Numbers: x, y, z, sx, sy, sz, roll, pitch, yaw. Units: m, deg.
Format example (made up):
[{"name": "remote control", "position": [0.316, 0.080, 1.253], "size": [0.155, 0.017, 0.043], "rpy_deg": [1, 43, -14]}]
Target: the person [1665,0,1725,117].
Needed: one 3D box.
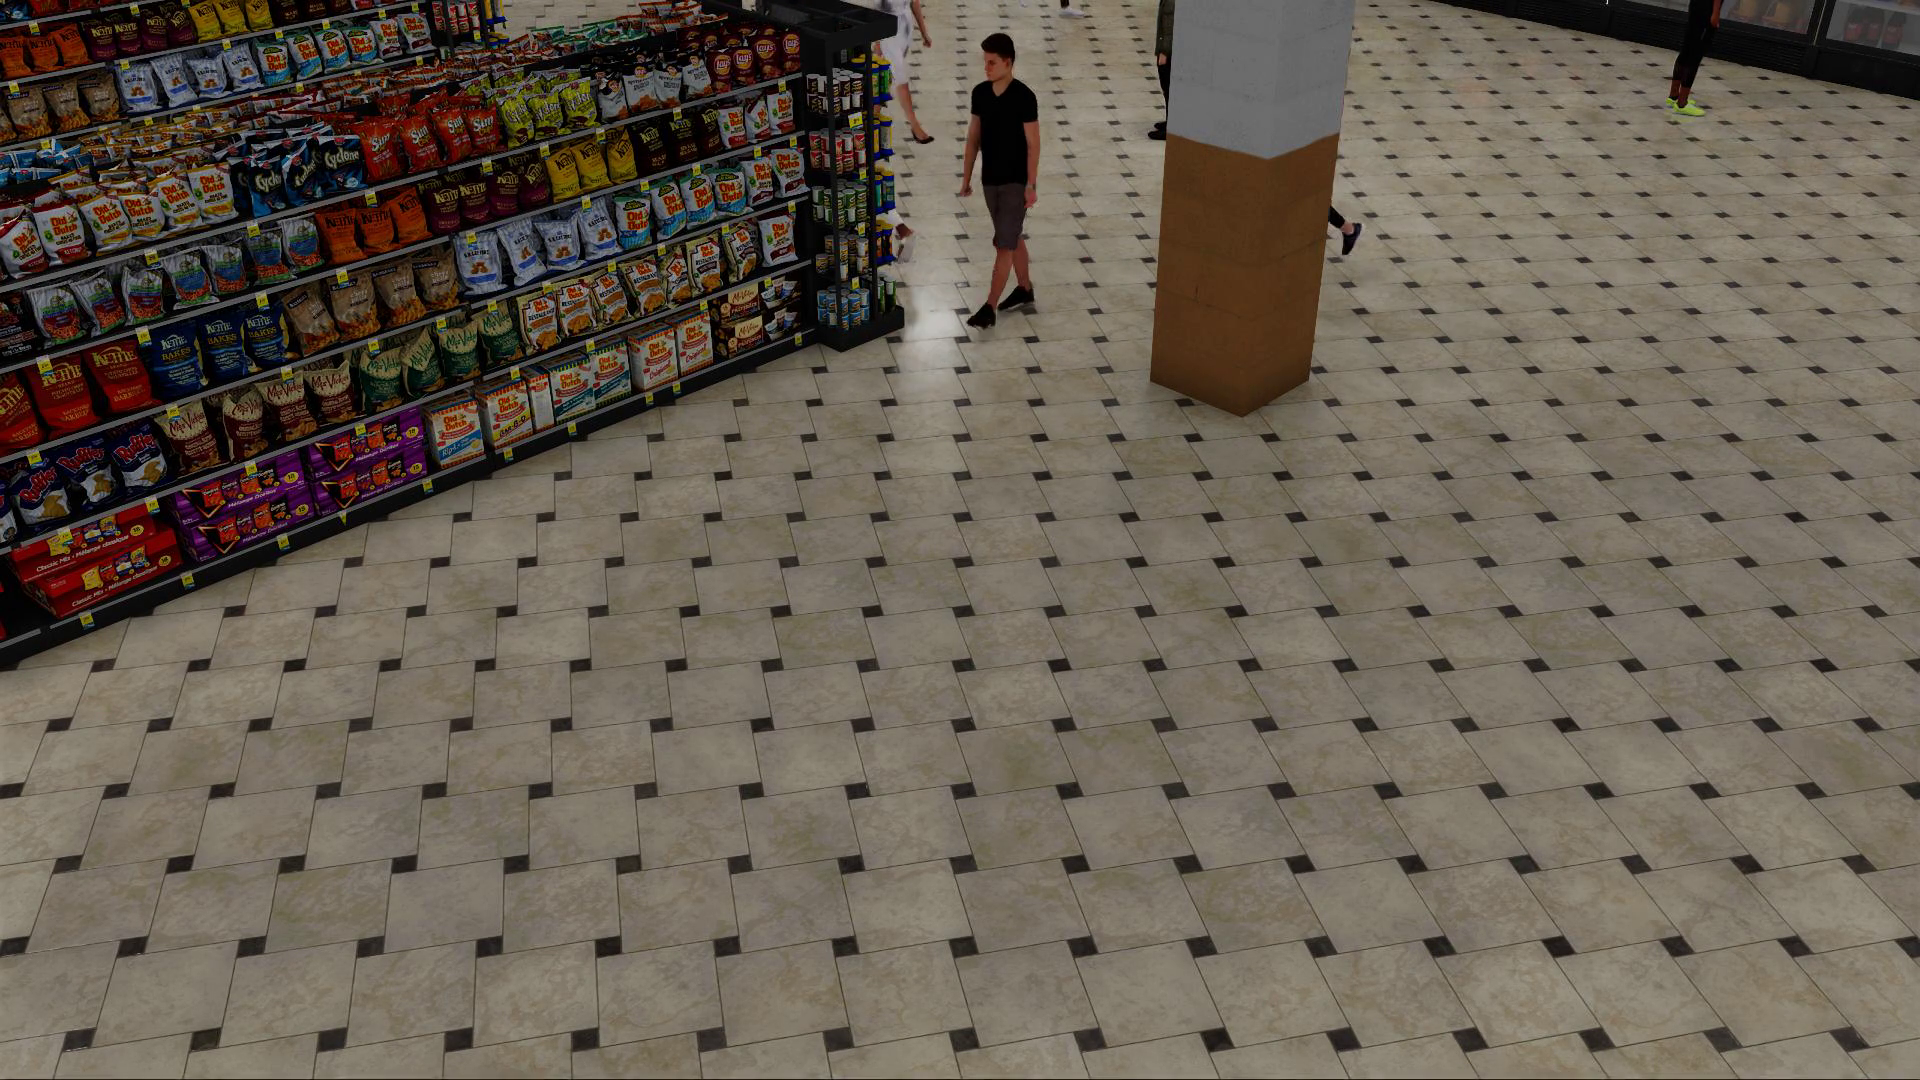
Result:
[{"name": "person", "position": [6.397, -4.565, 14.296], "size": [0.701, 1.754, 0.629], "rpy_deg": [2, 32, 3]}]

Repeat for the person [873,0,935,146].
[{"name": "person", "position": [-0.591, -4.120, 13.634], "size": [0.696, 1.700, 1.002], "rpy_deg": [25, 40, 34]}]

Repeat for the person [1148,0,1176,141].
[{"name": "person", "position": [1.748, -4.067, 13.761], "size": [0.705, 1.475, 0.570], "rpy_deg": [11, 34, 17]}]

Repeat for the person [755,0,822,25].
[{"name": "person", "position": [-1.295, -3.717, 12.859], "size": [1.218, 1.832, 0.976], "rpy_deg": [-16, 35, -24]}]

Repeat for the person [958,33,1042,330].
[{"name": "person", "position": [0.373, -2.306, 10.593], "size": [0.707, 1.832, 0.984], "rpy_deg": [26, 41, 36]}]

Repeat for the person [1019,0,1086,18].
[{"name": "person", "position": [0.935, -6.198, 17.000], "size": [0.953, 1.671, 0.999], "rpy_deg": [8, 33, 13]}]

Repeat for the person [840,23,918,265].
[{"name": "person", "position": [-0.662, -2.625, 11.238], "size": [0.746, 1.692, 1.024], "rpy_deg": [22, 38, 31]}]
